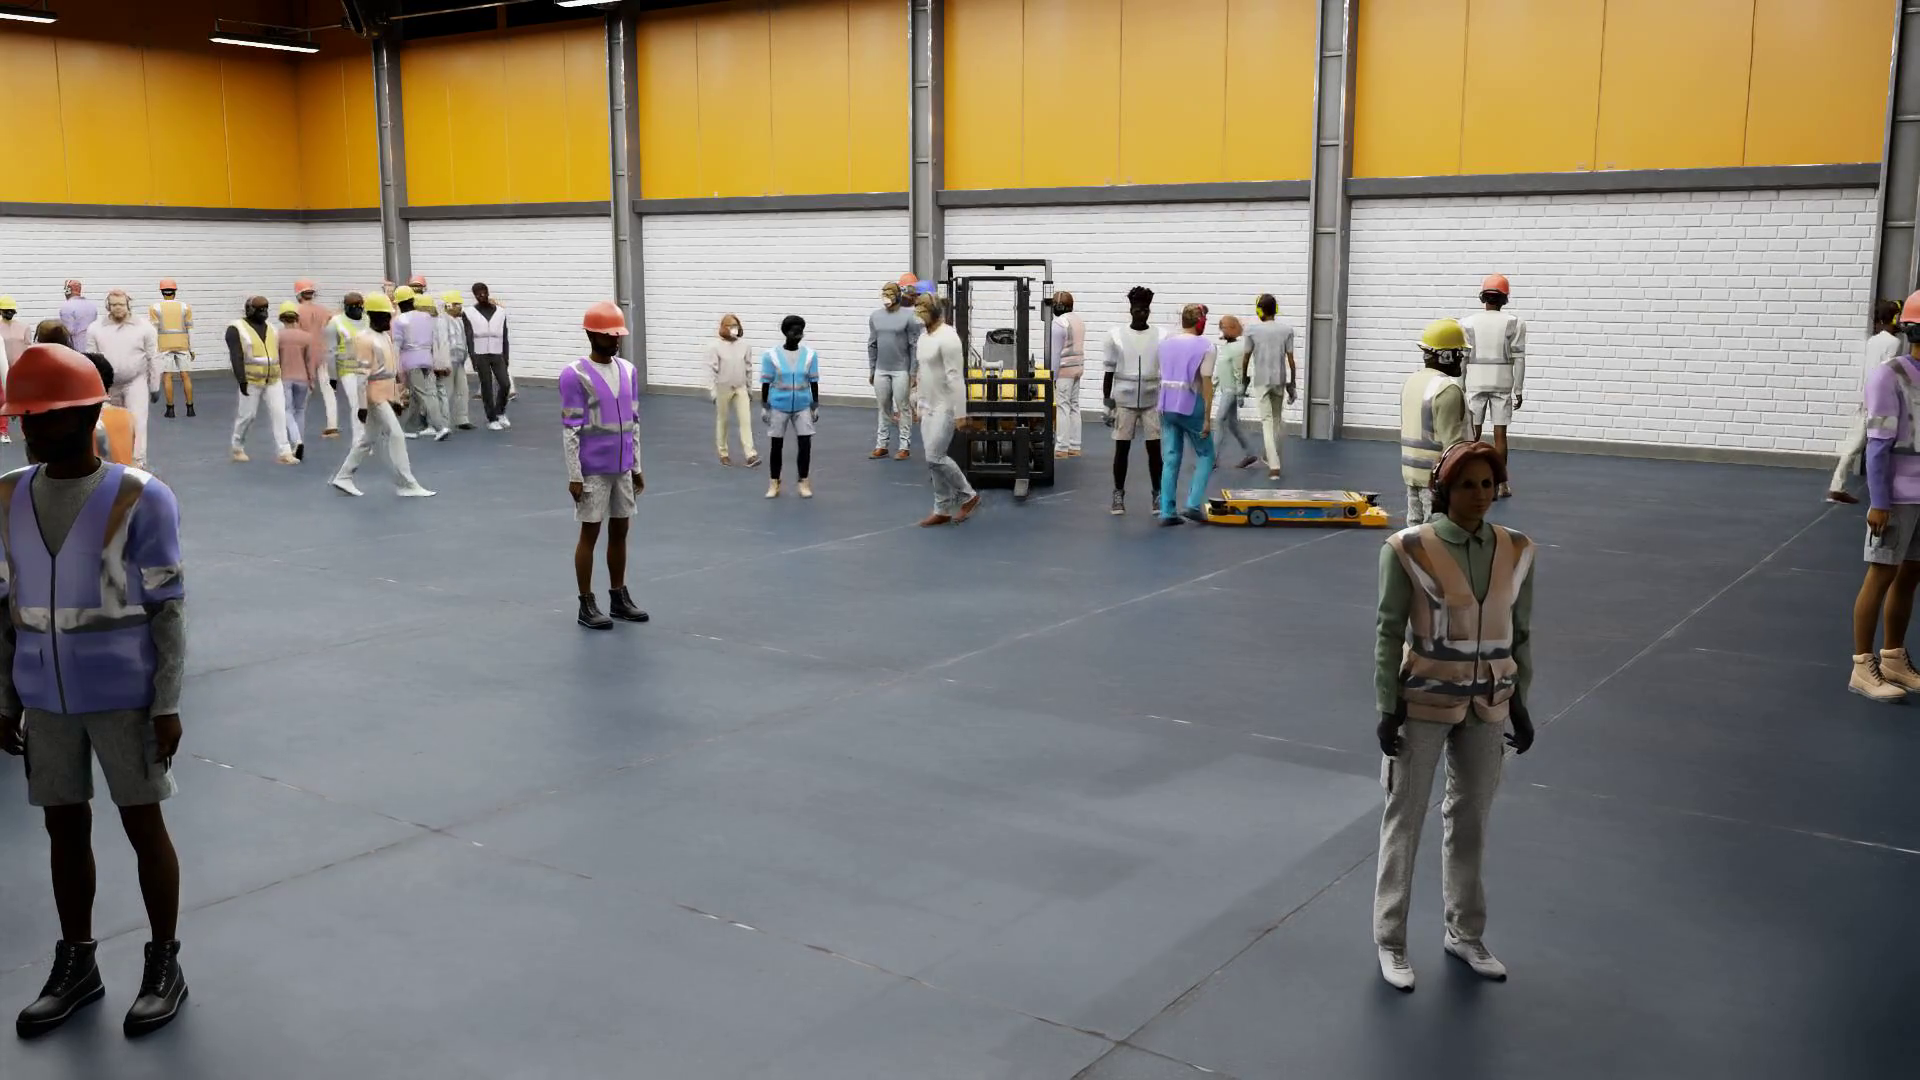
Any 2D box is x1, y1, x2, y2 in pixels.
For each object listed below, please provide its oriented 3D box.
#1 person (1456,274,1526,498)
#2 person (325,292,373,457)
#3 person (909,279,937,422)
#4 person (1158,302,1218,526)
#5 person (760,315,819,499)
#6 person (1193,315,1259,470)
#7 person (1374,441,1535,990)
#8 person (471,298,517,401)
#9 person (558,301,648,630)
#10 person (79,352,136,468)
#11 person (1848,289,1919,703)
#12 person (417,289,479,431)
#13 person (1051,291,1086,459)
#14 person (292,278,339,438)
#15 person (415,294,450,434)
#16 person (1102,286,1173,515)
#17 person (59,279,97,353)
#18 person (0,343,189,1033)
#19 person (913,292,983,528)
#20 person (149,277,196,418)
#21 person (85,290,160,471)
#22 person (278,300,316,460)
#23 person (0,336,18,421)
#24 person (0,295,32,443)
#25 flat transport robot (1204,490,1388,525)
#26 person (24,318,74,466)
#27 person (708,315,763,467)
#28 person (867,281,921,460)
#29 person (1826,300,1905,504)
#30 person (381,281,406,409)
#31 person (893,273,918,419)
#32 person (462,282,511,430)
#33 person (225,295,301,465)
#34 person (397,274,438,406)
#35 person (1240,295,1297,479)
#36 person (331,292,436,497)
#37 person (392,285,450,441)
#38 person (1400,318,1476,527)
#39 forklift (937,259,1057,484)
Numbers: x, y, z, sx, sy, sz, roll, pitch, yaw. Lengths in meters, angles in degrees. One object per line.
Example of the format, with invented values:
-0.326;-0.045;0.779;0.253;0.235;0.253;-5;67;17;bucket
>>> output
4.840;-1.399;15.191;0.608;2.044;0.377;4;10;24;person
-6.620;-1.830;18.445;0.695;1.814;0.641;6;11;33;person
-0.510;-2.386;21.410;0.686;1.932;0.607;8;13;41;person
1.848;-1.010;13.533;0.576;1.825;0.521;9;13;43;person
-1.541;-1.200;15.090;0.547;1.687;0.367;-3;10;-19;person
2.790;-1.524;17.212;0.719;1.605;0.503;-1;10;-4;person
1.471;0.516;4.976;0.514;1.642;0.310;-2;10;-13;person
-7.216;-2.948;25.767;0.864;1.589;0.518;5;11;29;person
-2.078;-0.437;9.806;0.380;1.930;0.541;7;12;36;person
-4.476;-0.147;8.795;0.422;1.688;0.538;0;10;3;person
4.701;-0.225;8.194;0.605;2.045;0.378;-5;11;-28;person
-6.519;-2.260;21.036;0.707;1.807;0.590;1;10;8;person
1.139;-1.802;18.231;0.432;1.836;0.618;5;11;29;person
-7.991;-2.233;20.445;1.040;1.936;0.610;8;13;41;person
-6.621;-2.186;20.764;0.324;1.743;0.490;3;10;15;person
1.516;-1.180;14.153;0.612;1.957;0.387;0;10;3;person
-12.276;-2.667;23.147;0.402;1.906;0.652;1;10;7;person
-2.440;0.424;4.647;0.547;1.938;0.359;0;10;1;person
-0.143;-1.032;13.374;0.486;1.917;0.670;-4;10;-24;person
-10.900;-2.662;23.031;0.550;1.933;0.373;-6;11;-33;person
-8.275;-1.510;16.396;0.646;1.867;0.950;-2;10;-12;person
-7.285;-1.745;18.156;0.521;1.739;0.814;-7;12;-36;person
-8.885;-1.254;14.995;0.620;1.821;0.998;-8;12;-39;person
-11.288;-2.031;19.807;0.346;1.756;0.518;8;12;40;person
2.764;-0.278;13.776;1.431;0.197;0.652;1;10;5;flat transport robot
-5.564;-0.481;10.415;0.517;1.818;0.842;-7;12;-35;person
-2.344;-1.537;17.303;0.528;1.592;0.830;-5;11;-28;person
-0.723;-1.834;18.087;0.629;1.940;0.379;5;11;28;person
8.195;-1.206;14.721;0.994;1.813;0.553;0;10;-1;person
-8.392;-2.875;24.494;0.654;1.877;0.863;-5;11;-26;person
-0.709;-2.644;22.736;0.378;1.995;0.622;9;13;43;person
-6.031;-2.340;21.248;0.593;1.887;0.441;-6;11;-34;person
-7.488;-1.702;17.721;0.894;1.797;0.620;7;12;37;person
-7.872;-2.876;24.210;0.622;1.976;0.518;0;10;2;person
3.083;-1.545;16.726;0.509;1.815;0.931;-1;10;-7;person
-5.346;-1.318;15.184;0.964;1.888;0.600;0;10;-1;person
-6.529;-2.120;20.009;0.997;1.877;0.596;5;11;29;person
2.763;-0.360;9.625;0.404;1.833;0.590;-2;10;-12;person
0.370;-1.738;16.759;1.214;2.155;2.313;1;10;3;forklift
